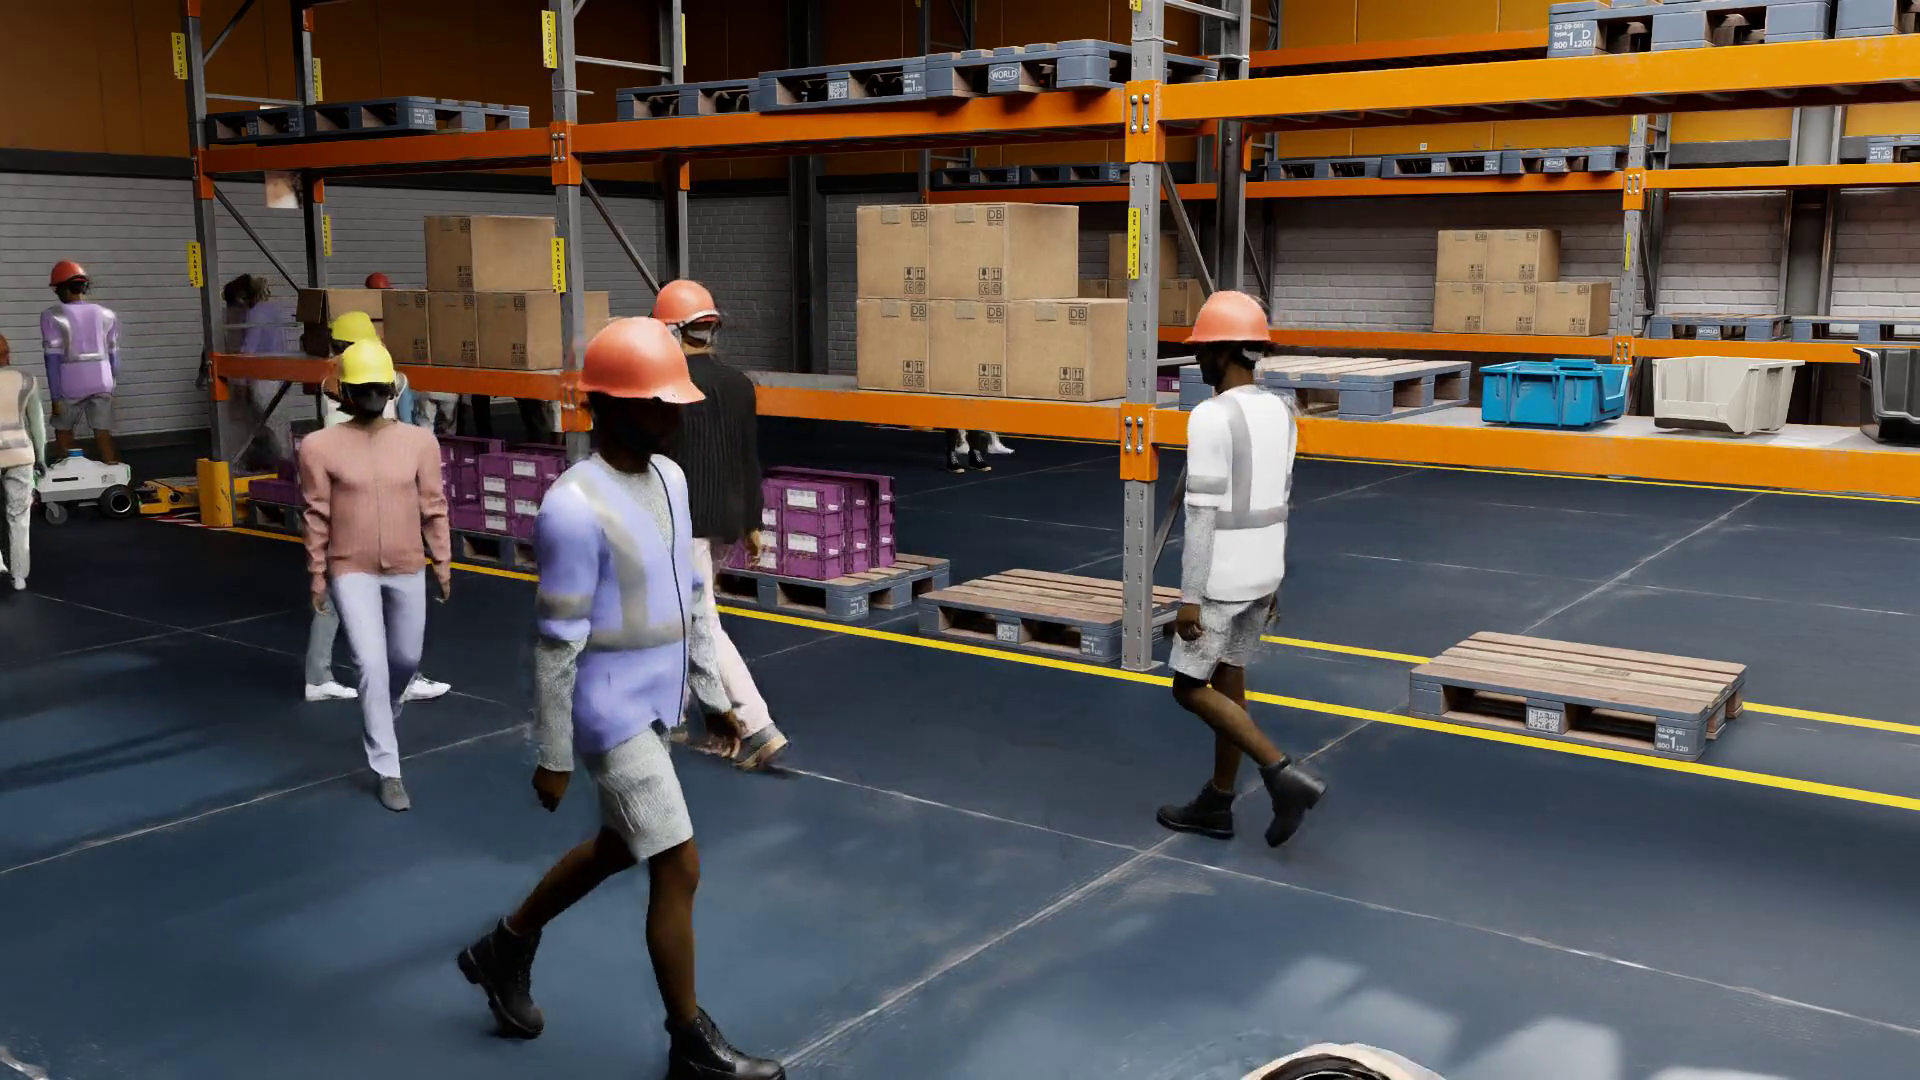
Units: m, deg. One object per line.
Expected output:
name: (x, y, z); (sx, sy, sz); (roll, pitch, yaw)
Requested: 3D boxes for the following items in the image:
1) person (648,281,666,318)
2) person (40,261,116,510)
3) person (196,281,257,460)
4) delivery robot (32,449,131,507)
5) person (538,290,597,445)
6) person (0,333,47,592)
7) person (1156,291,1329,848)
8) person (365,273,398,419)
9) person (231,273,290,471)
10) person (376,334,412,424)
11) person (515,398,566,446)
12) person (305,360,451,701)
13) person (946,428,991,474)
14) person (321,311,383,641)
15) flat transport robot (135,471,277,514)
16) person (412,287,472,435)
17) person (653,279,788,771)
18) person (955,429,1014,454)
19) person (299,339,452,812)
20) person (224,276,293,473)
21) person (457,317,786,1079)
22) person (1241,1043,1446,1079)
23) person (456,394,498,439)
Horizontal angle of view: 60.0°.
person: (-2.776, -1.562, 15.935); (0.430, 1.843, 0.625); (0, 10, 2)
person: (-7.146, -1.236, 13.472); (0.791, 2.011, 0.615); (7, 12, 38)
person: (-7.255, -1.655, 16.539); (0.631, 1.826, 0.598); (9, 13, 43)
delivery robot: (-6.879, -0.468, 12.967); (0.707, 0.478, 0.477); (-8, 12, -39)
person: (-3.186, -1.212, 13.548); (0.551, 1.941, 0.342); (-8, 13, -41)
person: (-5.775, -0.460, 10.004); (0.535, 1.630, 0.499); (-8, 13, -41)
person: (0.965, 0.125, 5.645); (0.601, 1.925, 0.568); (8, 12, 39)
person: (-5.460, -1.545, 15.667); (0.556, 1.892, 0.915); (-1, 10, -6)
person: (-6.337, -1.452, 15.070); (0.512, 1.907, 0.641); (-2, 10, -12)
person: (-3.633, -0.511, 10.397); (0.751, 1.614, 0.522); (9, 13, 43)
person: (-3.727, -1.448, 14.662); (0.538, 2.000, 0.683); (5, 11, 27)
person: (-2.689, -0.049, 7.622); (0.756, 1.598, 0.510); (-2, 10, -12)
person: (0.077, -1.620, 15.906); (0.618, 1.963, 0.361); (-6, 11, -33)
person: (-3.193, -0.327, 8.839); (0.322, 1.768, 0.547); (0, 10, 2)
flat transport robot: (-6.099, -0.411, 13.750); (1.431, 0.197, 0.652); (-8, 12, -39)
person: (-4.319, -1.182, 13.653); (0.632, 1.856, 0.879); (-3, 10, -17)
person: (-1.033, -0.066, 6.700); (0.981, 1.958, 0.633); (7, 12, 36)
person: (0.253, -1.784, 17.241); (0.788, 1.838, 0.540); (5, 11, 26)
person: (-2.235, 0.097, 6.362); (0.528, 1.742, 0.778); (-6, 11, -32)
person: (-6.400, -1.484, 15.376); (0.648, 1.877, 0.848); (7, 12, 37)
person: (-0.893, 0.402, 4.083); (0.897, 1.904, 0.547); (2, 10, 13)
person: (0.207, 0.935, 0.963); (0.994, 1.878, 0.587); (7, 12, 35)
person: (-4.435, -1.472, 14.959); (0.611, 1.990, 0.392); (0, 10, -1)
